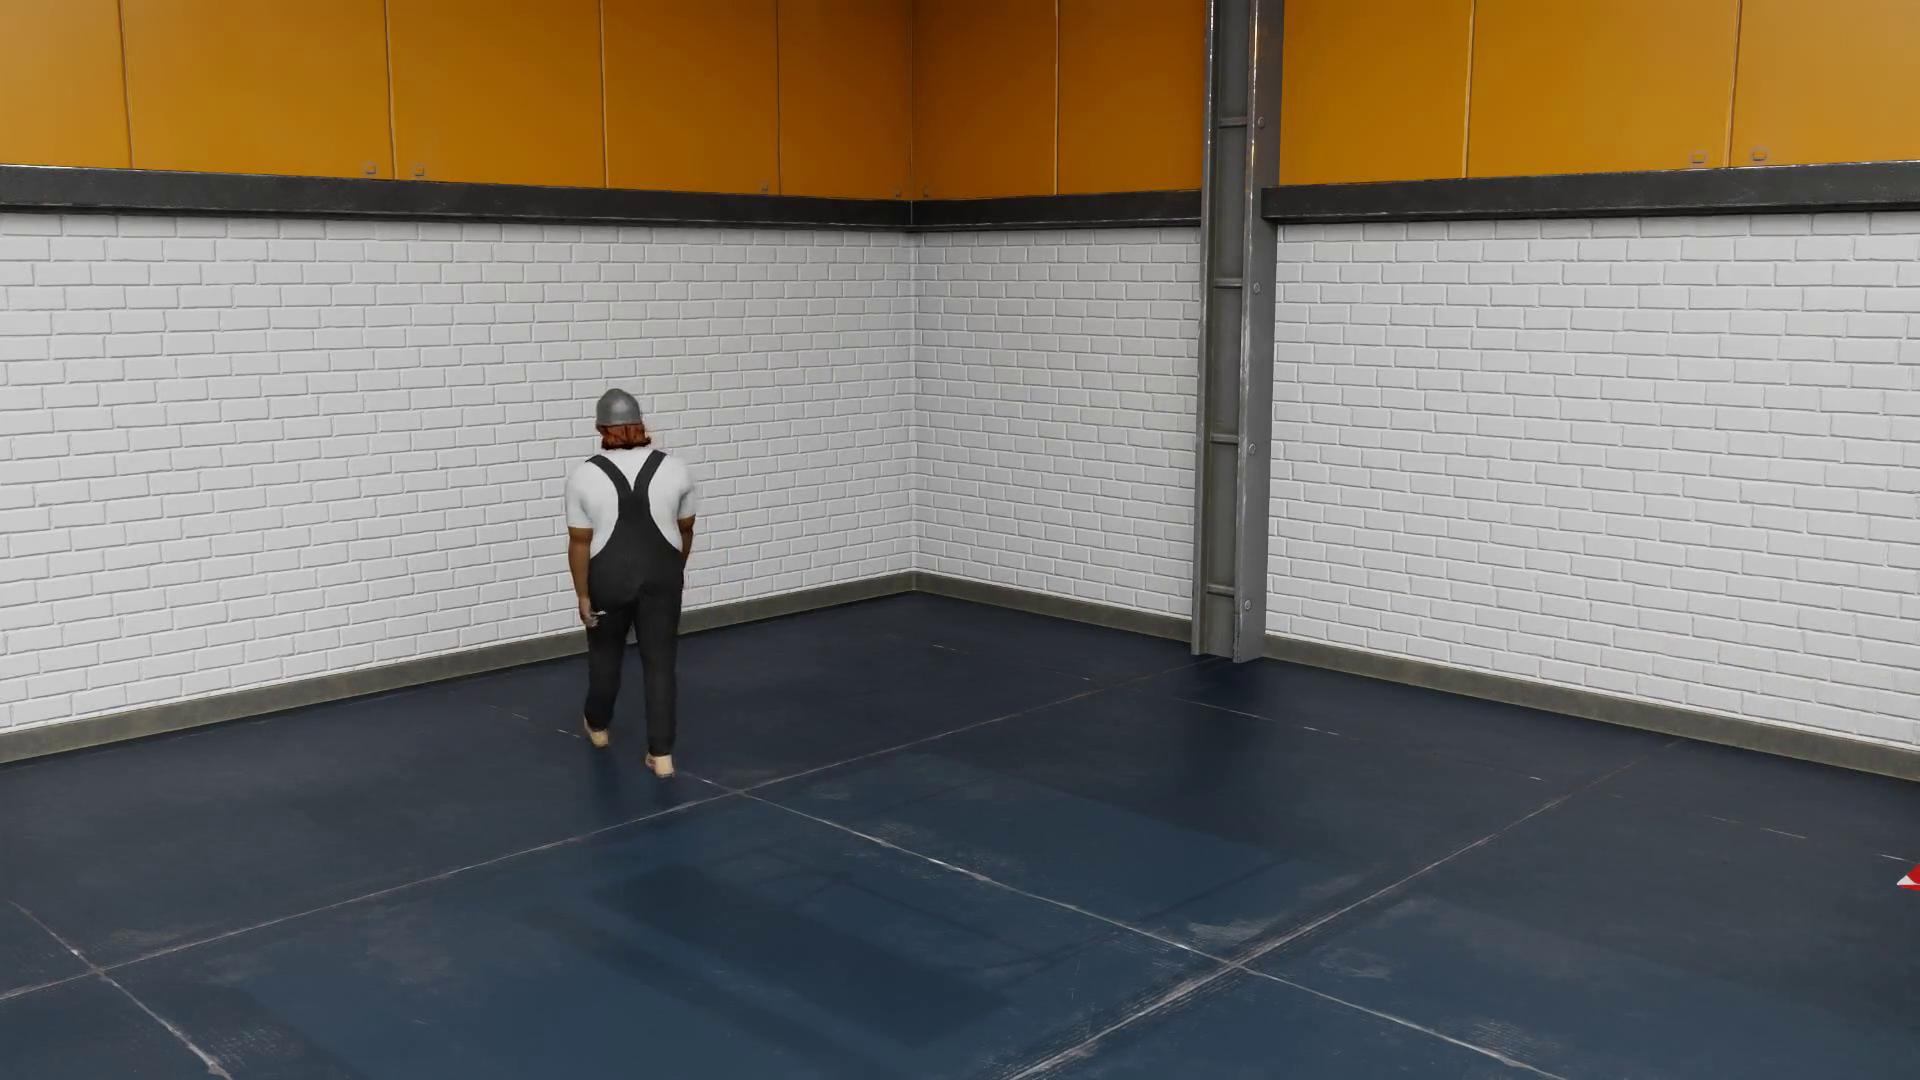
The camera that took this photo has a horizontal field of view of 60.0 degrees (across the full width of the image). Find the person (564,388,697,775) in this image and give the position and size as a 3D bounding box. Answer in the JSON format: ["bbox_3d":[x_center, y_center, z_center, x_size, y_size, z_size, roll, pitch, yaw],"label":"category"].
[{"bbox_3d":[-1.747,0.164,8.807,0.691,2.000,0.995,-3,10,-19],"label":"person"}]
